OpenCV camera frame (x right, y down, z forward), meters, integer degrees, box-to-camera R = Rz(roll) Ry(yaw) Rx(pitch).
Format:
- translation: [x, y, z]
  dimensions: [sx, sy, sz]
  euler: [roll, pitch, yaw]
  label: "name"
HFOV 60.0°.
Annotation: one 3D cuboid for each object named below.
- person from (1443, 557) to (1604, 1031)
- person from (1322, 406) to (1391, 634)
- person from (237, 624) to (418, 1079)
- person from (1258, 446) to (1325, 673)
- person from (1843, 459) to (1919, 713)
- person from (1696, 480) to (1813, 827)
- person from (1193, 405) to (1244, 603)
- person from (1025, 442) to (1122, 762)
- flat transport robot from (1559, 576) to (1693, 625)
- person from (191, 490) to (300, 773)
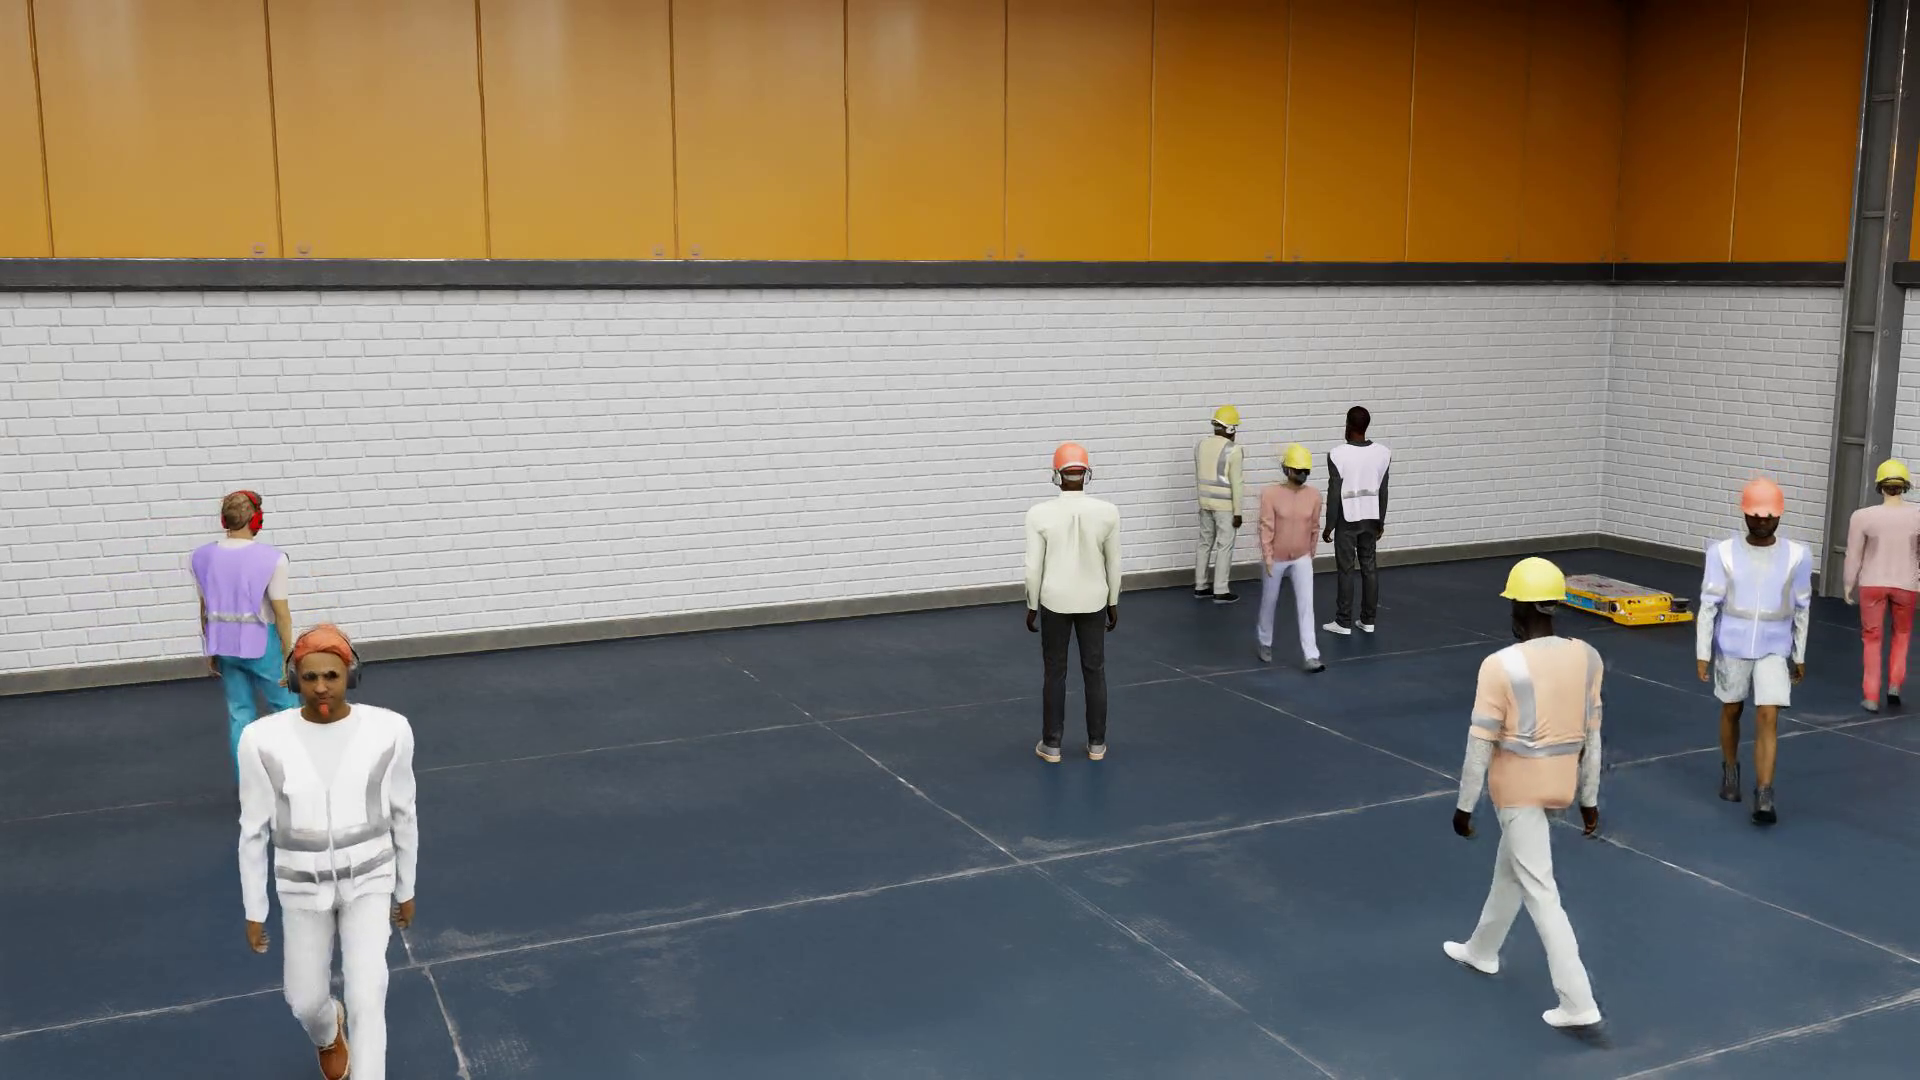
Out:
- translation: [2.352, 1.009, 6.811]
  dimensions: [0.602, 1.884, 0.971]
  euler: [-4, 10, -25]
  label: "person"
- translation: [3.322, -0.163, 13.949]
  dimensions: [0.591, 1.922, 0.392]
  euler: [-4, 10, -21]
  label: "person"
- translation: [-2.178, 1.189, 5.783]
  dimensions: [0.576, 1.861, 0.777]
  euler: [-3, 10, -18]
  label: "person"
- translation: [2.511, 0.149, 12.645]
  dimensions: [0.522, 1.720, 0.950]
  euler: [-1, 9, -6]
  label: "person"
- translation: [6.395, 0.319, 11.478]
  dimensions: [0.557, 1.752, 0.448]
  euler: [3, 10, 19]
  label: "person"
- translation: [4.397, 0.613, 9.237]
  dimensions: [0.570, 1.883, 0.987]
  euler: [4, 10, 24]
  label: "person"
- translation: [2.402, -0.335, 15.325]
  dimensions: [0.403, 1.825, 0.593]
  euler: [-6, 11, -34]
  label: "person"
- translation: [0.697, 0.388, 10.312]
  dimensions: [0.610, 1.993, 0.380]
  euler: [-1, 9, -7]
  label: "person"
- translation: [5.771, 0.514, 14.857]
  dimensions: [0.652, 0.197, 1.431]
  euler: [-3, 10, -18]
  label: "flat transport robot"
- translation: [-3.982, 0.631, 9.300]
  dimensions: [0.583, 1.829, 0.436]
  euler: [1, 9, 5]
  label: "person"
